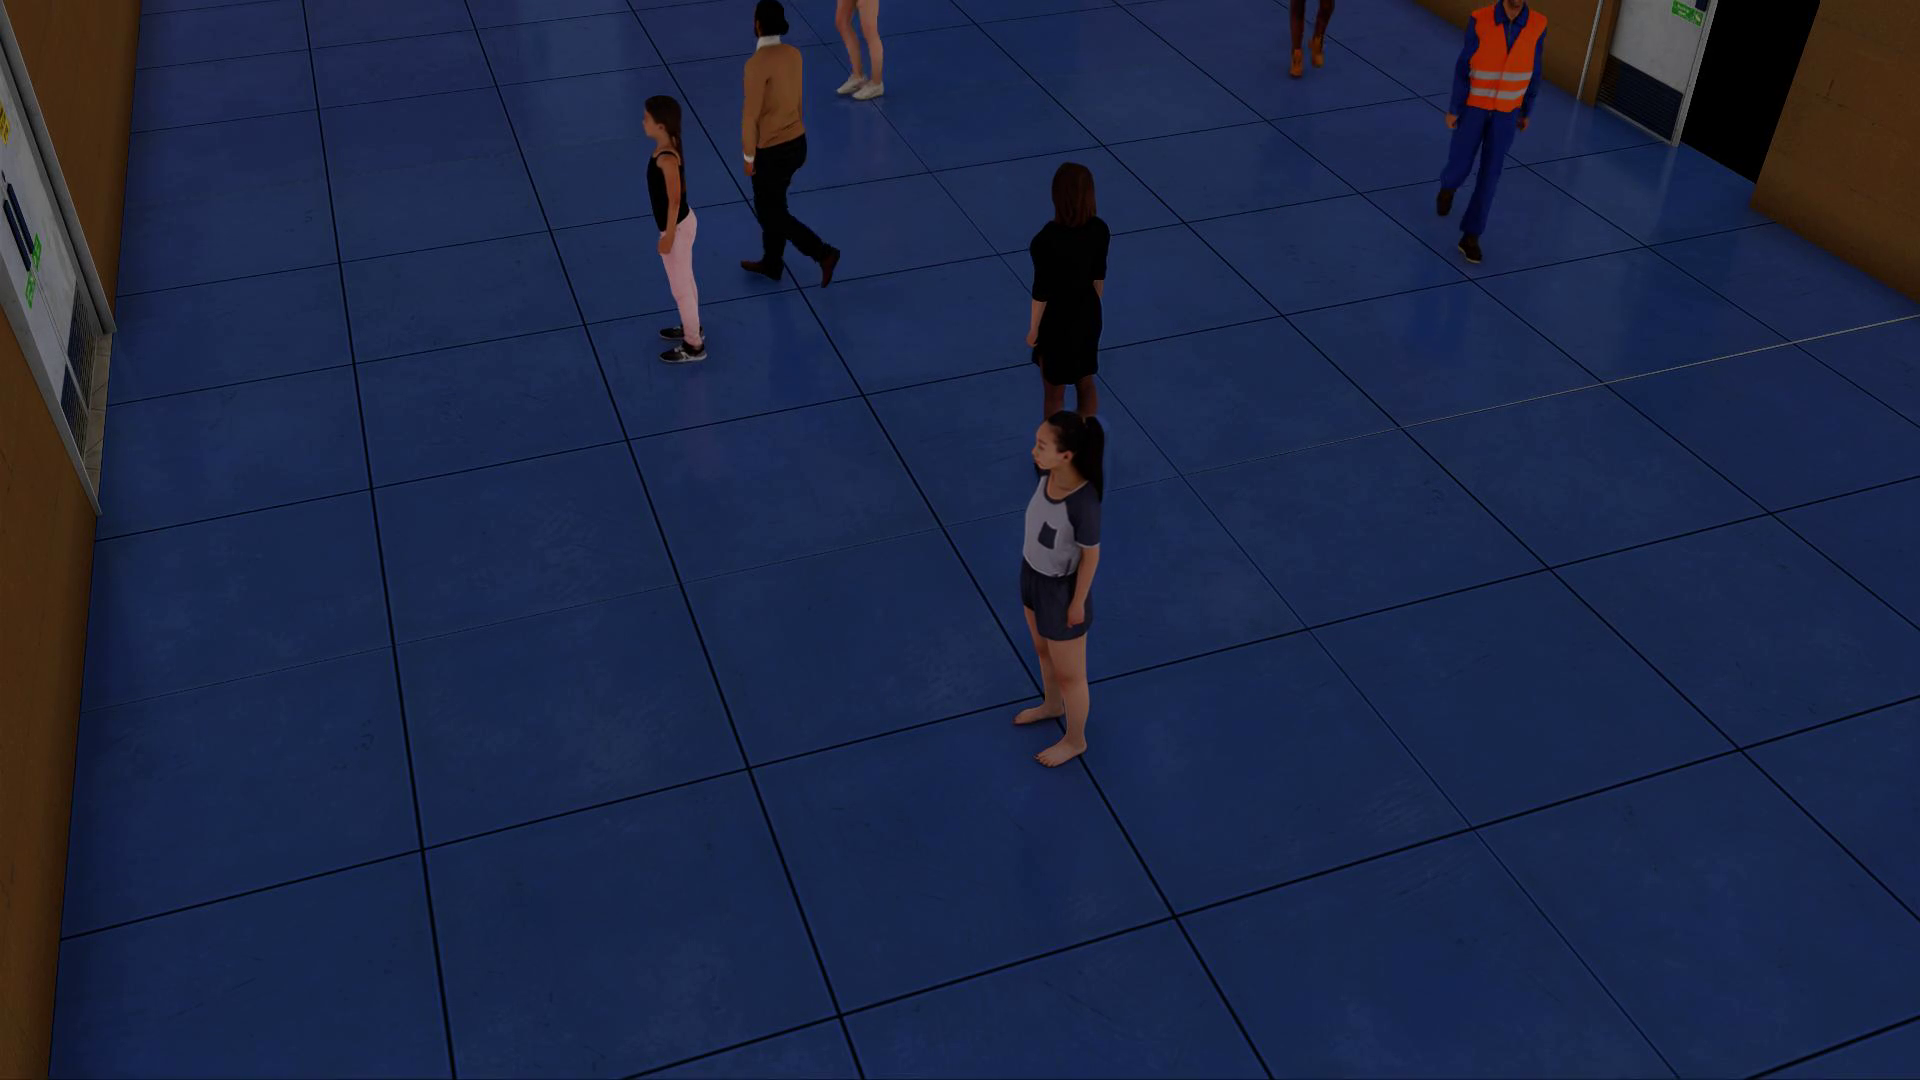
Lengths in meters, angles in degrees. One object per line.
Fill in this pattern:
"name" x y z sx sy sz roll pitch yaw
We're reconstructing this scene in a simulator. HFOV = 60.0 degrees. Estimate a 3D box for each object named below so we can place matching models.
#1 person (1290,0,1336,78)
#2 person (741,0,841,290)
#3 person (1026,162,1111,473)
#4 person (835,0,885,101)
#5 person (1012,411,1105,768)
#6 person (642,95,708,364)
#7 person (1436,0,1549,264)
"person" 2.694 -4.442 12.757 0.731 1.711 0.793 4 37 5
"person" -1.030 -2.292 9.877 1.098 1.731 1.042 15 40 20
"person" 0.537 -1.064 8.247 0.489 1.706 0.682 -20 41 -24
"person" -0.634 -4.126 12.305 0.593 1.750 0.631 -15 40 -19
"person" 0.404 0.194 6.632 0.495 1.650 0.587 -13 39 -17
"person" -1.588 -1.738 9.277 0.587 1.565 0.588 -3 37 -4
"person" 3.250 -2.684 10.296 1.010 1.853 0.970 1 37 2
